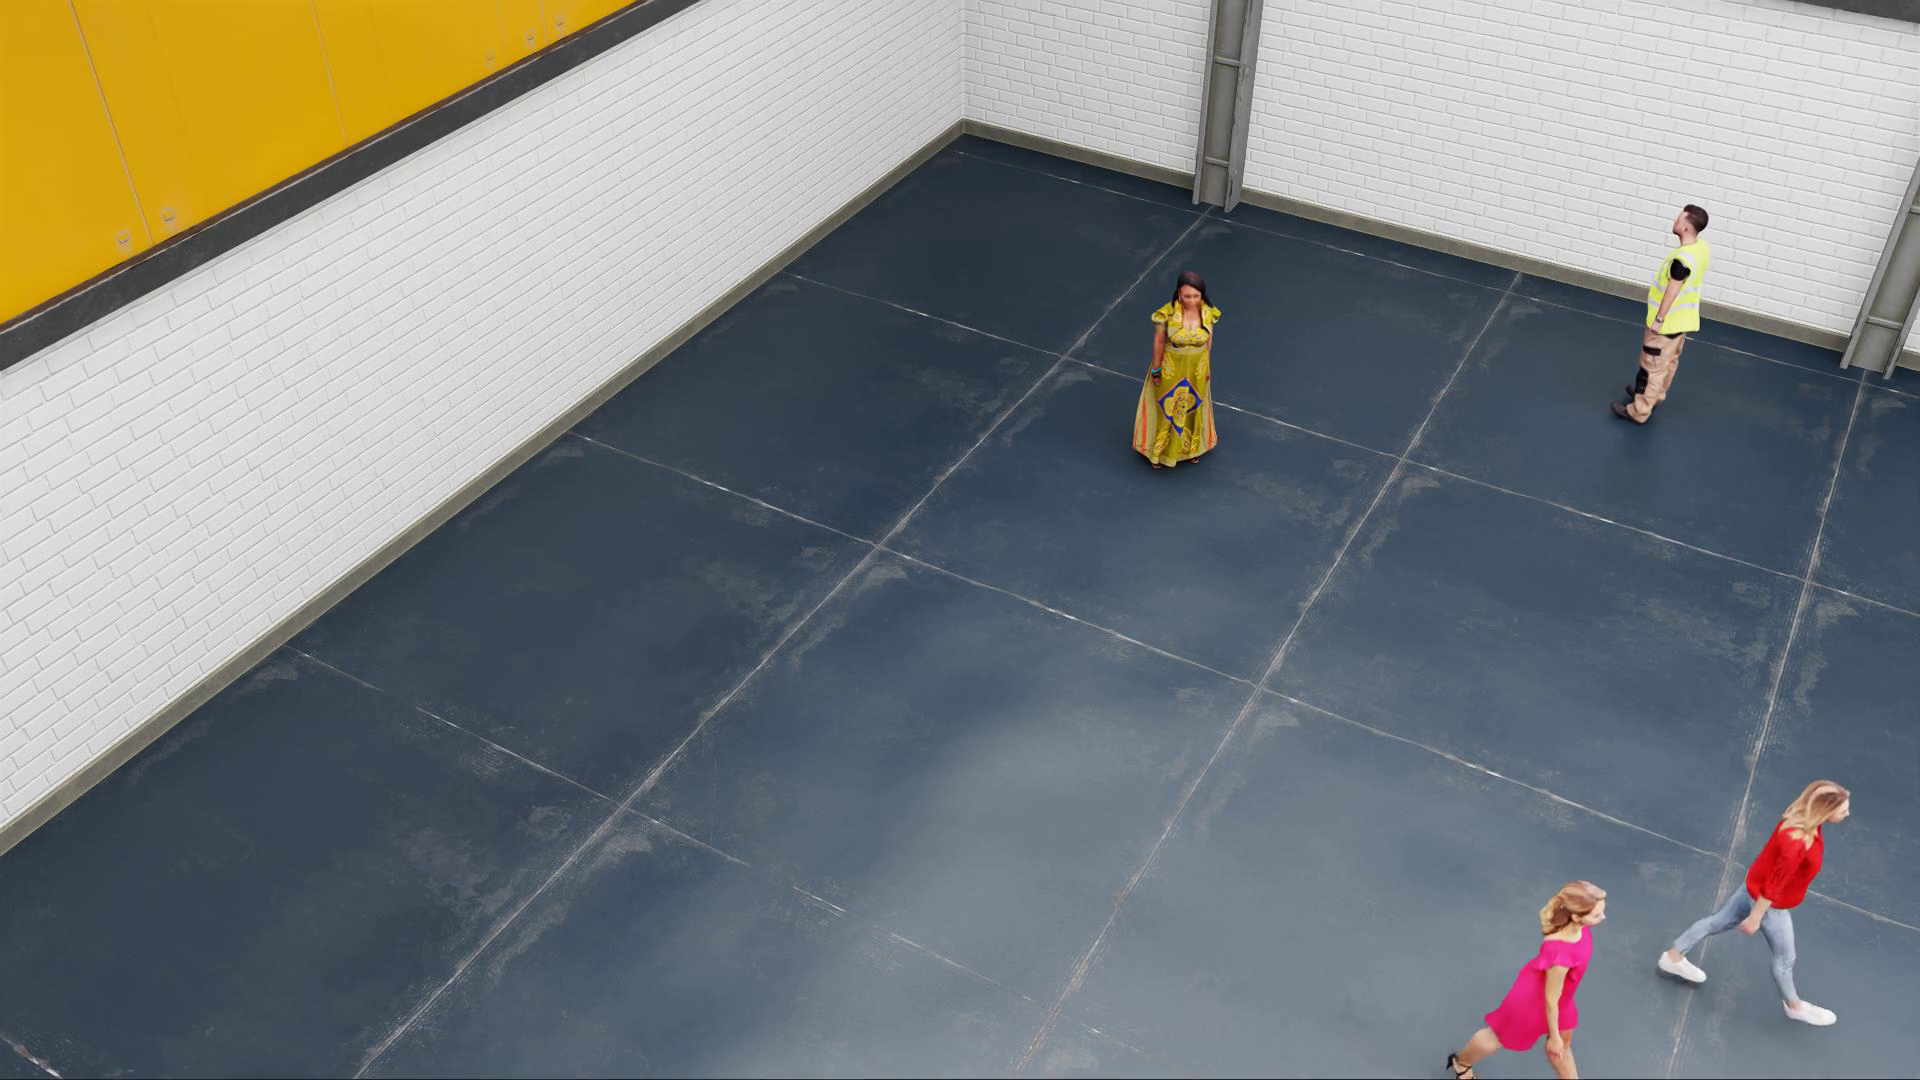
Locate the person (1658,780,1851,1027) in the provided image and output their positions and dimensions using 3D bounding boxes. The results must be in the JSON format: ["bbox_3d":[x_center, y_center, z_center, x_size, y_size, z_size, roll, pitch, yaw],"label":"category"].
[{"bbox_3d":[4.145,1.840,8.703,1.114,1.651,0.655,18,42,21],"label":"person"}]

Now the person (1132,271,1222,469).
[{"bbox_3d":[1.681,-1.305,12.634,0.991,1.660,1.055,-9,39,-11],"label":"person"}]

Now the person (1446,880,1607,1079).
[{"bbox_3d":[2.758,2.224,8.190,1.031,1.691,0.611,21,43,25],"label":"person"}]

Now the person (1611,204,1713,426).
[{"bbox_3d":[5.581,-1.770,13.071,0.742,1.842,0.733,27,46,30],"label":"person"}]
